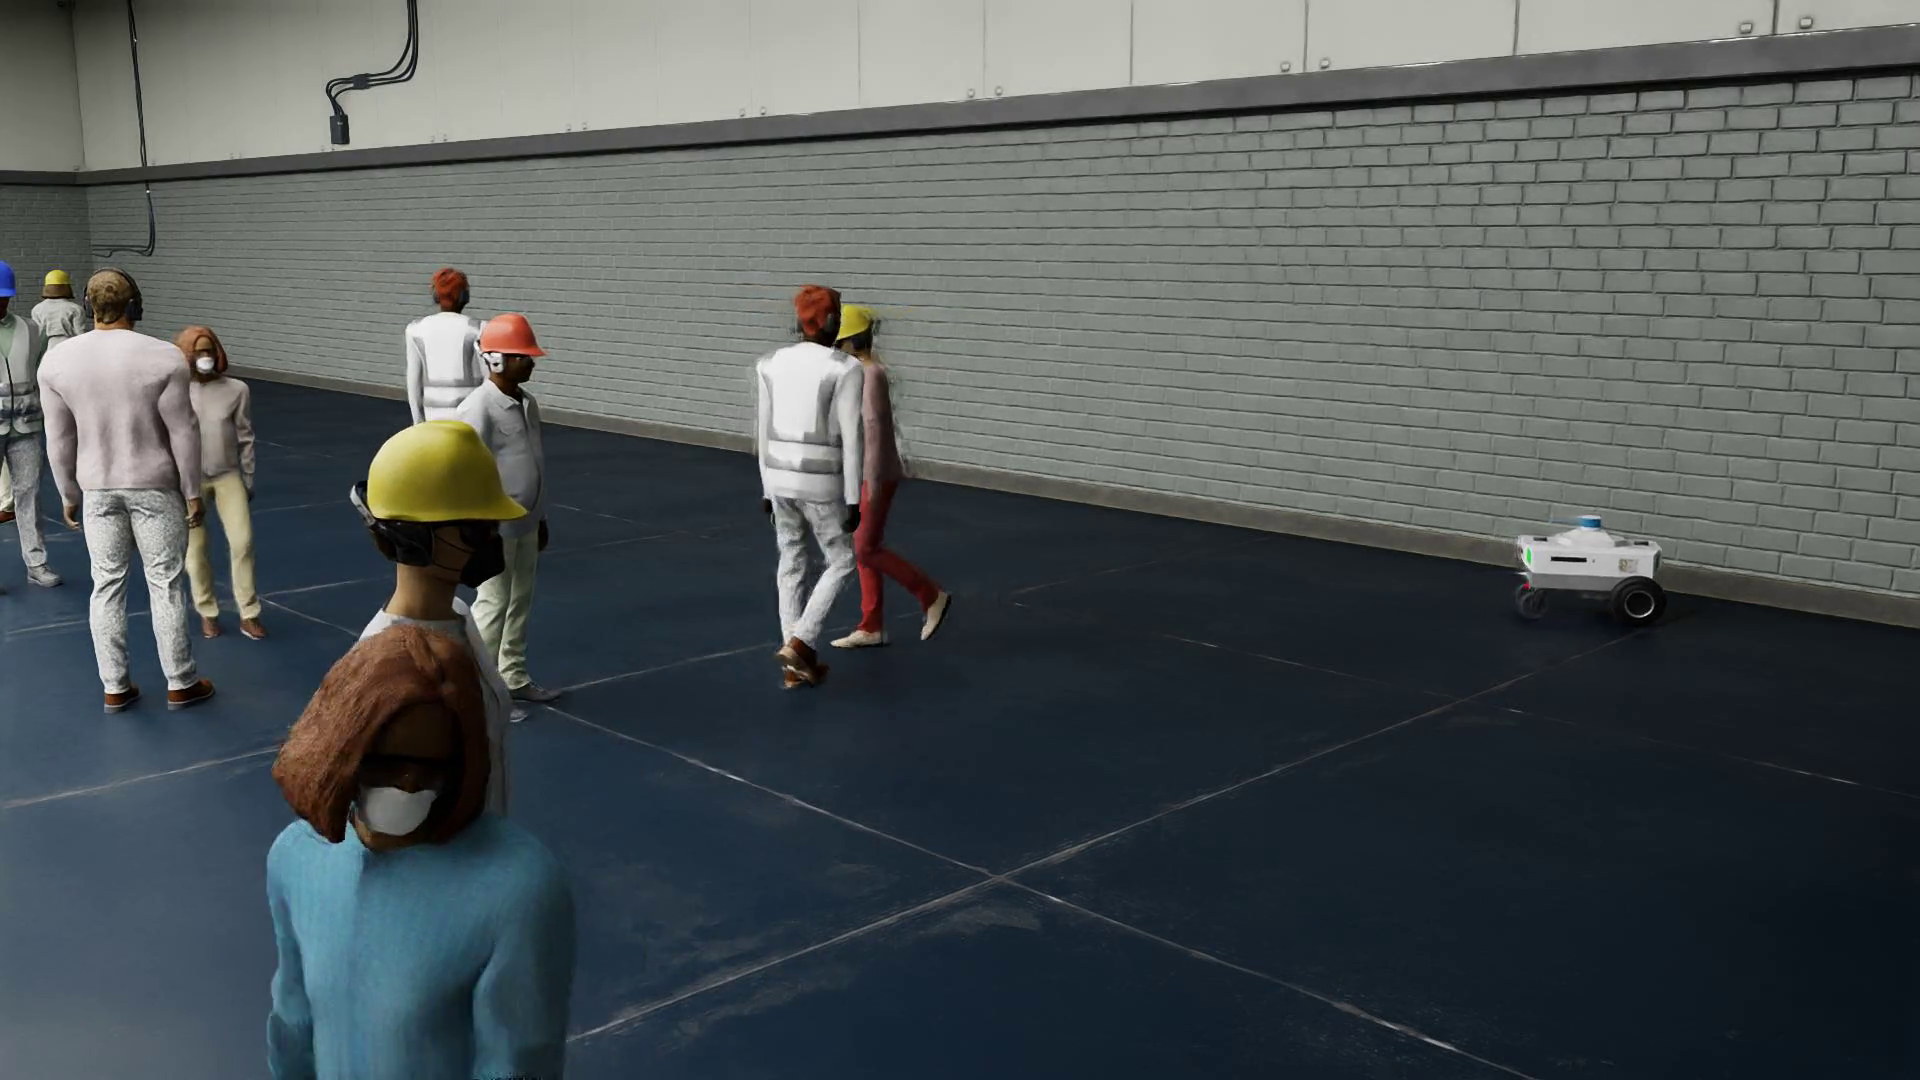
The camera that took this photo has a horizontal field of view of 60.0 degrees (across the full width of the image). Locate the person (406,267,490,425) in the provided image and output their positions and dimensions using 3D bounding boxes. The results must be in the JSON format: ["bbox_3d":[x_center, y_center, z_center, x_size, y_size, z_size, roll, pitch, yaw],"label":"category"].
[{"bbox_3d":[-3.124,-0.744,10.341,0.586,1.883,0.346,1,10,4],"label":"person"}]

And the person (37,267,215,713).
[{"bbox_3d":[-3.612,-0.205,7.241,0.627,1.941,0.371,-1,10,-7],"label":"person"}]

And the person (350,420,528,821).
[{"bbox_3d":[-0.901,0.668,2.952,0.331,1.767,0.527,-1,10,-6],"label":"person"}]

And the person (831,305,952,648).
[{"bbox_3d":[-0.400,-0.305,8.317,0.548,1.735,0.566,-2,11,-8],"label":"person"}]

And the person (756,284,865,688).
[{"bbox_3d":[-0.702,-0.224,7.563,0.586,1.865,0.530,5,12,26],"label":"person"}]

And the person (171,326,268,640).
[{"bbox_3d":[-3.821,-0.270,8.486,0.509,1.617,0.604,-7,13,-34],"label":"person"}]

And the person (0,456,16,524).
[{"bbox_3d":[-7.057,-0.925,11.998,0.500,1.633,0.283,7,13,35],"label":"person"}]

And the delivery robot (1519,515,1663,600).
[{"bbox_3d":[3.419,0.110,9.044,0.707,0.478,0.477,3,11,14],"label":"delivery robot"}]

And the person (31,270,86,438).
[{"bbox_3d":[-8.731,-1.749,16.202,0.488,1.741,0.316,-1,10,-5],"label":"person"}]

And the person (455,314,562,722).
[{"bbox_3d":[-1.926,-0.095,7.171,0.354,1.744,0.565,2,11,13],"label":"person"}]

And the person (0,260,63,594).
[{"bbox_3d":[-5.581,-0.657,9.705,0.396,1.940,0.601,8,13,39],"label":"person"}]

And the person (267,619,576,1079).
[{"bbox_3d":[-0.705,0.881,2.199,0.533,1.616,0.564,5,12,26],"label":"person"}]
